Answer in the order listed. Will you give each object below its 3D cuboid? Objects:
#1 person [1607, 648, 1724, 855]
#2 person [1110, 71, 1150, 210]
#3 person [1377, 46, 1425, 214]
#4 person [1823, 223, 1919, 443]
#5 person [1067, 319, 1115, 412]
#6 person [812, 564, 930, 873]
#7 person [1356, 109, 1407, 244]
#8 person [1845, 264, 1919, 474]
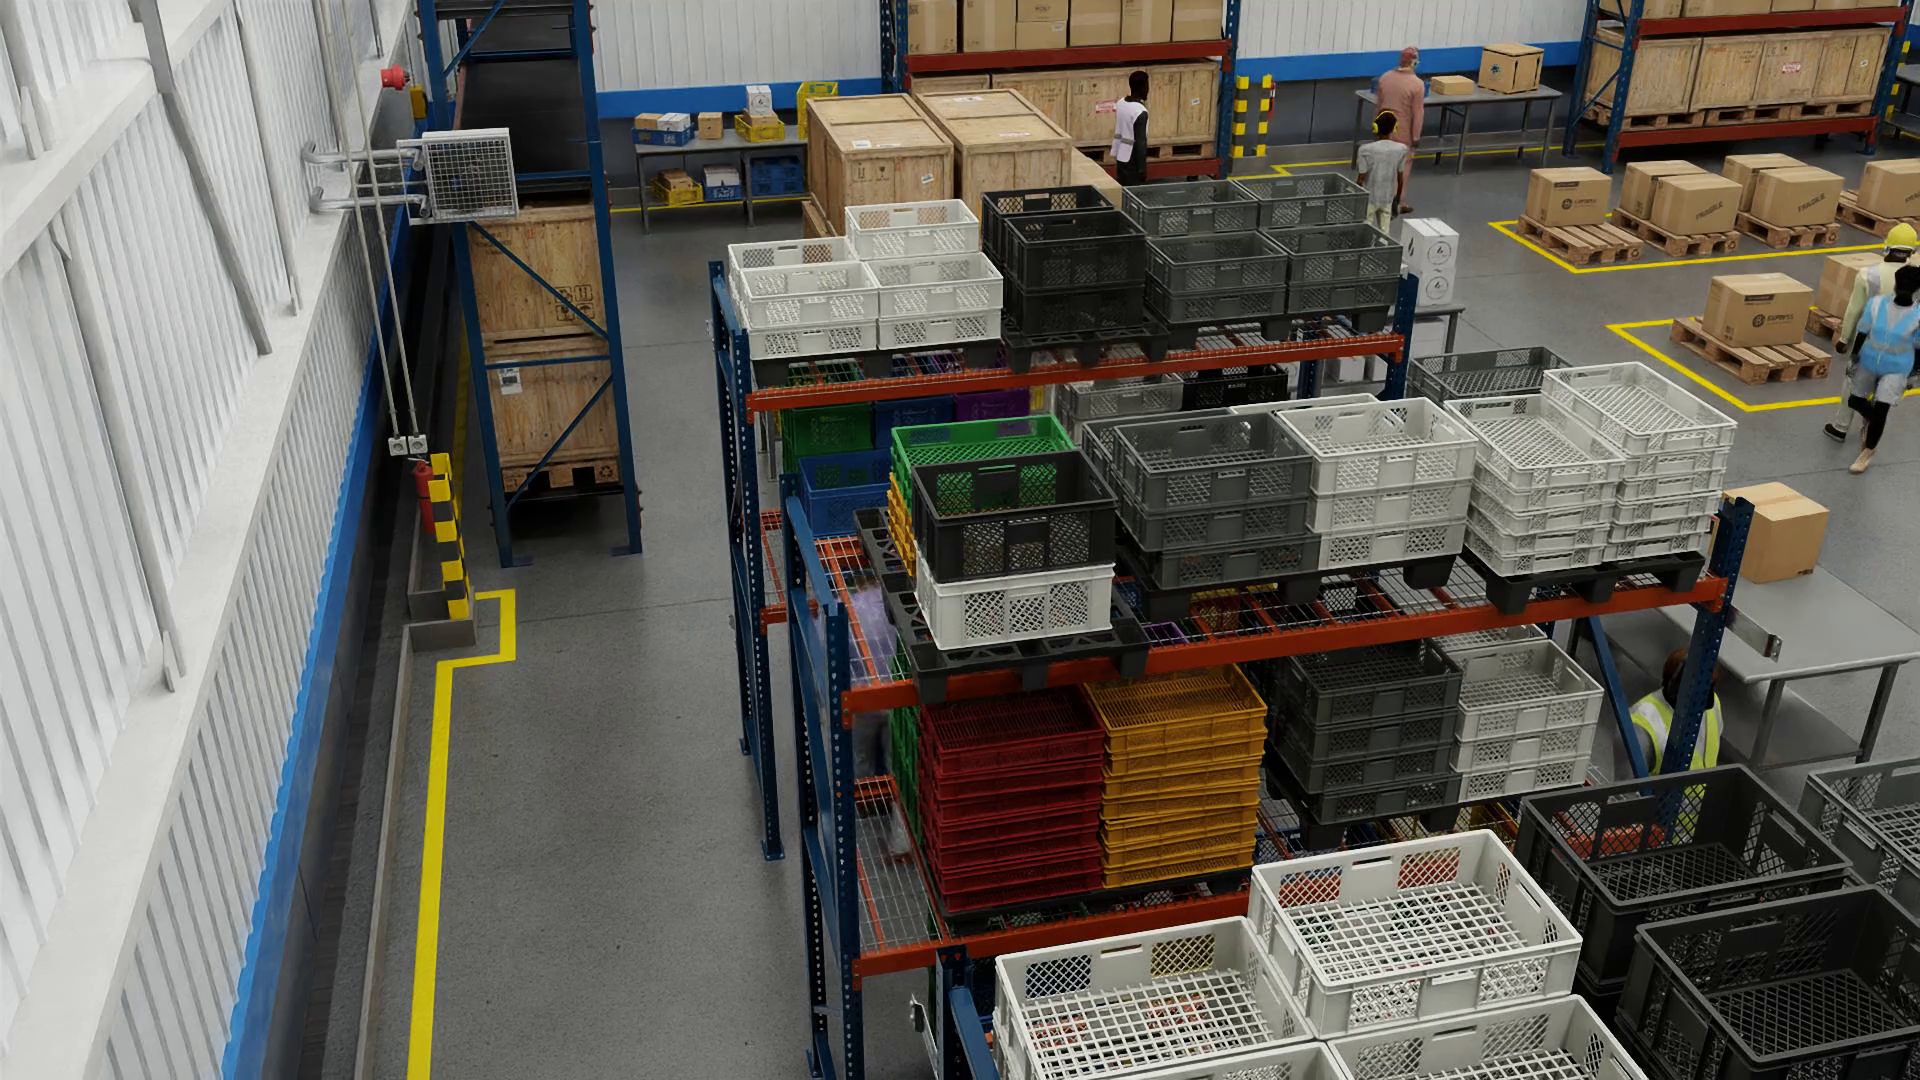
[{"bbox_3d":[3.290,1.316,7.849,0.625,1.844,0.429,-18,33,-31],"label":"person"},{"bbox_3d":[1.853,-4.139,18.125,0.383,1.912,0.586,-10,29,-18],"label":"person"},{"bbox_3d":[5.114,-4.767,19.335,0.404,1.897,0.654,-20,34,-33],"label":"person"},{"bbox_3d":[7.448,-1.667,13.516,0.591,1.833,0.404,3,28,6],"label":"person"},{"bbox_3d":[0.970,-0.625,11.489,0.546,1.873,0.616,-1,28,-1],"label":"person"},{"bbox_3d":[-0.463,0.813,8.776,0.682,1.871,0.960,-10,29,-18],"label":"person"},{"bbox_3d":[4.193,-3.399,16.759,0.513,1.876,0.328,-2,28,-5],"label":"person"},{"bbox_3d":[7.328,-1.389,13.141,0.614,1.675,0.538,-22,35,-35],"label":"person"}]
